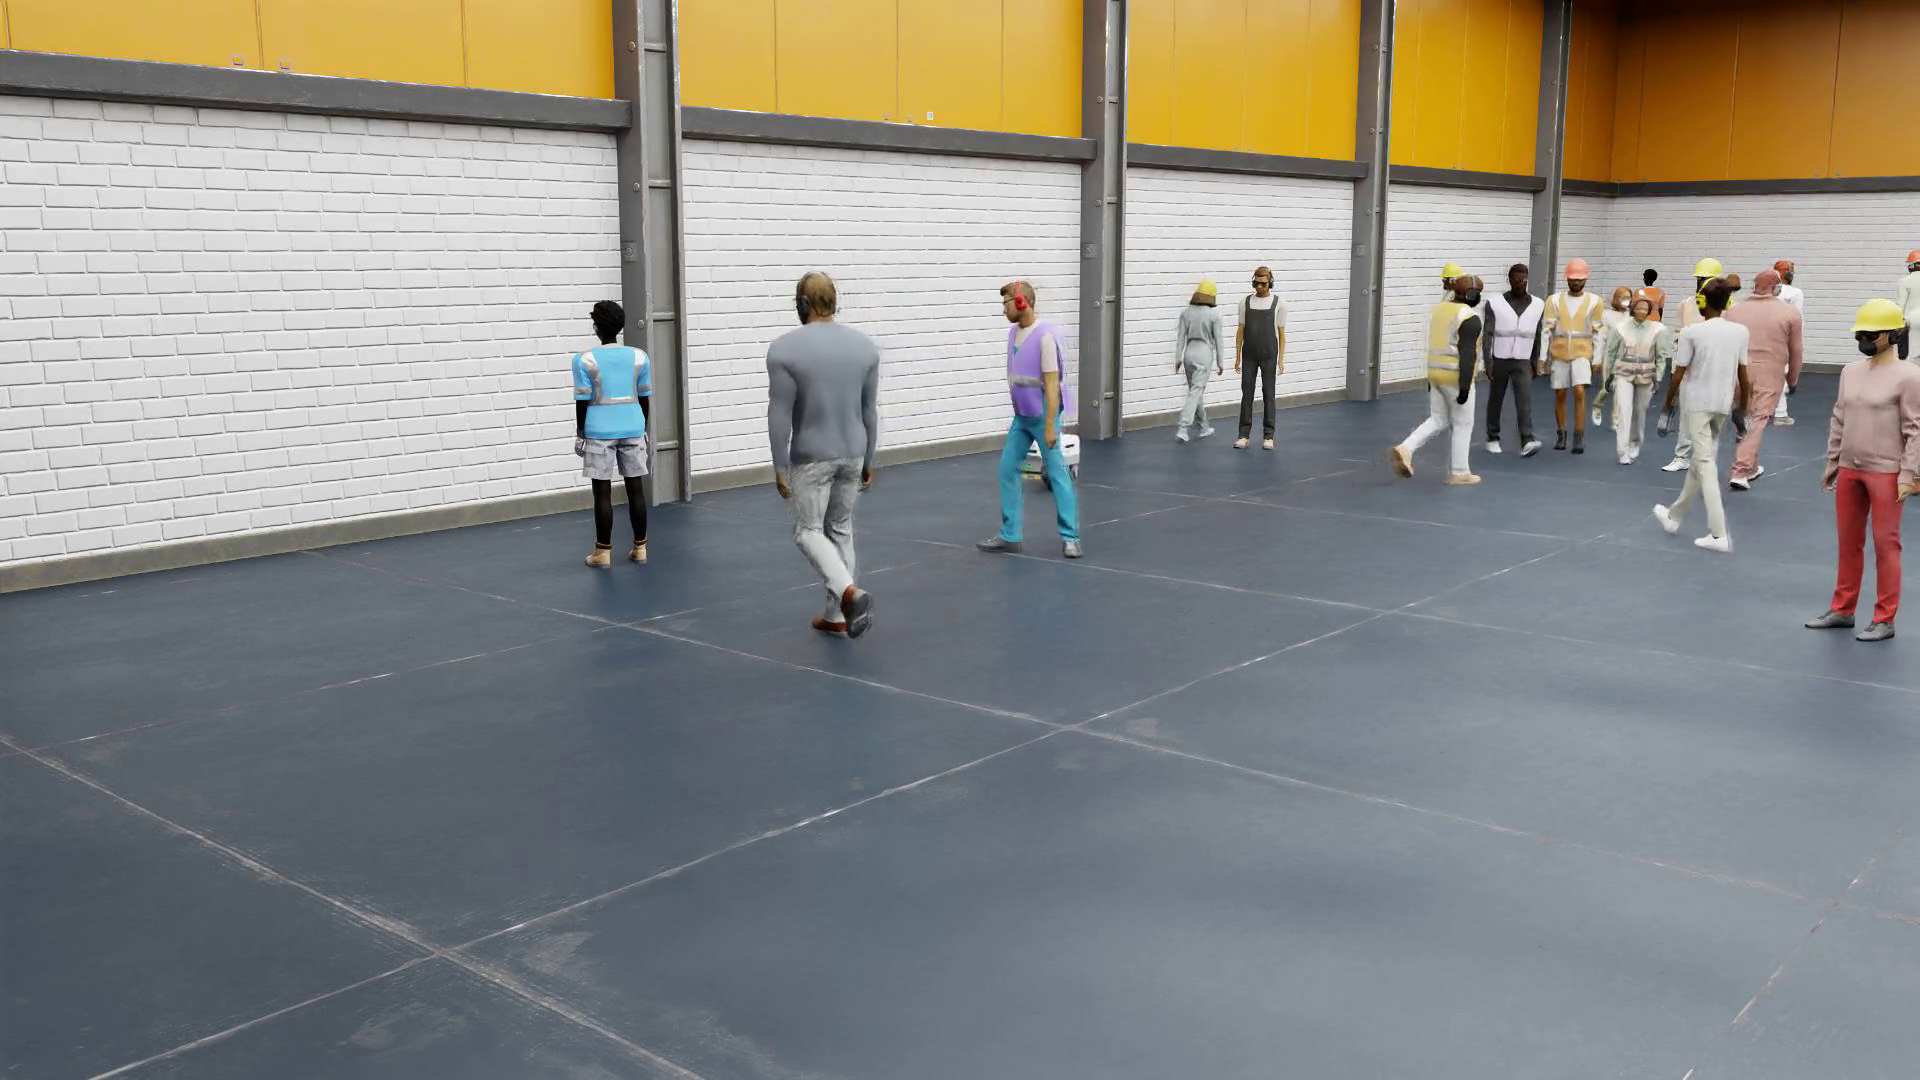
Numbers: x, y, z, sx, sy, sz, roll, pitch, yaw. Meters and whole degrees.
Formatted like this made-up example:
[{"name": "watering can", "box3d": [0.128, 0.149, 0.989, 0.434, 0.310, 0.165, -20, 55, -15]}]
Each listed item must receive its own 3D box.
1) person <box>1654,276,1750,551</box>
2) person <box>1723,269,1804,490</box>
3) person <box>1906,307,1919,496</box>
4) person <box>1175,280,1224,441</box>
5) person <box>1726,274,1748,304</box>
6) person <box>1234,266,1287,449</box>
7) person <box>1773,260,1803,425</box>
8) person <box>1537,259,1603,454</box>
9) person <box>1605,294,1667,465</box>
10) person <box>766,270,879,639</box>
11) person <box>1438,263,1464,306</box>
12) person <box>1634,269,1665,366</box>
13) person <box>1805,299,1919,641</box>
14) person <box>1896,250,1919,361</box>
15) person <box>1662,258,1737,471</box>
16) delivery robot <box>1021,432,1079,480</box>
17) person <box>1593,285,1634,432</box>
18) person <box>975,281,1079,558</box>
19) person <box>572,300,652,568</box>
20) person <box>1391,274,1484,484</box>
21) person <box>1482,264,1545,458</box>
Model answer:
[{"name": "person", "box3d": [5.046, -0.879, 11.396, 0.555, 1.822, 0.941, -2, 10, -12]}, {"name": "person", "box3d": [6.772, -1.363, 14.105, 1.036, 1.846, 0.633, -9, 14, -42]}, {"name": "person", "box3d": [7.800, -1.234, 13.205, 0.638, 1.911, 0.925, 0, 10, -1]}, {"name": "person", "box3d": [2.525, -1.893, 17.569, 0.496, 1.689, 0.926, 7, 12, 36]}, {"name": "person", "box3d": [11.622, -3.191, 25.109, 0.507, 1.632, 0.268, -1, 10, -4]}, {"name": "person", "box3d": [3.025, -1.831, 16.782, 0.505, 1.840, 0.346, 4, 11, 20]}, {"name": "person", "box3d": [9.387, -2.264, 19.122, 0.349, 1.881, 0.577, -7, 12, -34]}, {"name": "person", "box3d": [6.026, -1.805, 16.458, 0.572, 1.905, 0.835, 5, 11, 25]}, {"name": "person", "box3d": [6.402, -1.536, 15.805, 0.516, 1.594, 0.835, 3, 10, 17]}, {"name": "person", "box3d": [-0.641, -0.397, 8.408, 0.631, 1.921, 0.681, -6, 12, -31]}, {"name": "person", "box3d": [6.321, -2.640, 21.415, 0.403, 1.828, 0.595, 0, 10, -2]}, {"name": "person", "box3d": [10.800, -3.407, 26.157, 0.541, 1.696, 0.315, -2, 10, -10]}, {"name": "person", "box3d": [4.699, -0.359, 8.615, 0.331, 1.765, 0.533, -3, 10, -18]}, {"name": "person", "box3d": [13.281, -3.038, 23.211, 0.612, 1.995, 0.382, -3, 10, -14]}, {"name": "person", "box3d": [6.647, -1.549, 14.913, 0.363, 1.930, 0.588, -8, 12, -37]}, {"name": "delivery robot", "box3d": [0.727, -0.762, 14.071, 0.477, 0.478, 0.707, 6, 11, 29]}, {"name": "person", "box3d": [7.247, -1.995, 18.351, 0.499, 1.620, 0.417, -1, 10, -4]}, {"name": "person", "box3d": [0.464, -0.787, 10.932, 0.626, 1.803, 0.655, -5, 11, -26]}, {"name": "person", "box3d": [-2.203, -0.668, 10.559, 0.535, 1.699, 0.318, -7, 12, -35]}, {"name": "person", "box3d": [4.116, -1.360, 14.190, 0.739, 1.813, 0.643, -3, 10, -17]}, {"name": "person", "box3d": [5.365, -1.728, 16.110, 0.606, 1.862, 1.039, 0, 10, 1]}]
